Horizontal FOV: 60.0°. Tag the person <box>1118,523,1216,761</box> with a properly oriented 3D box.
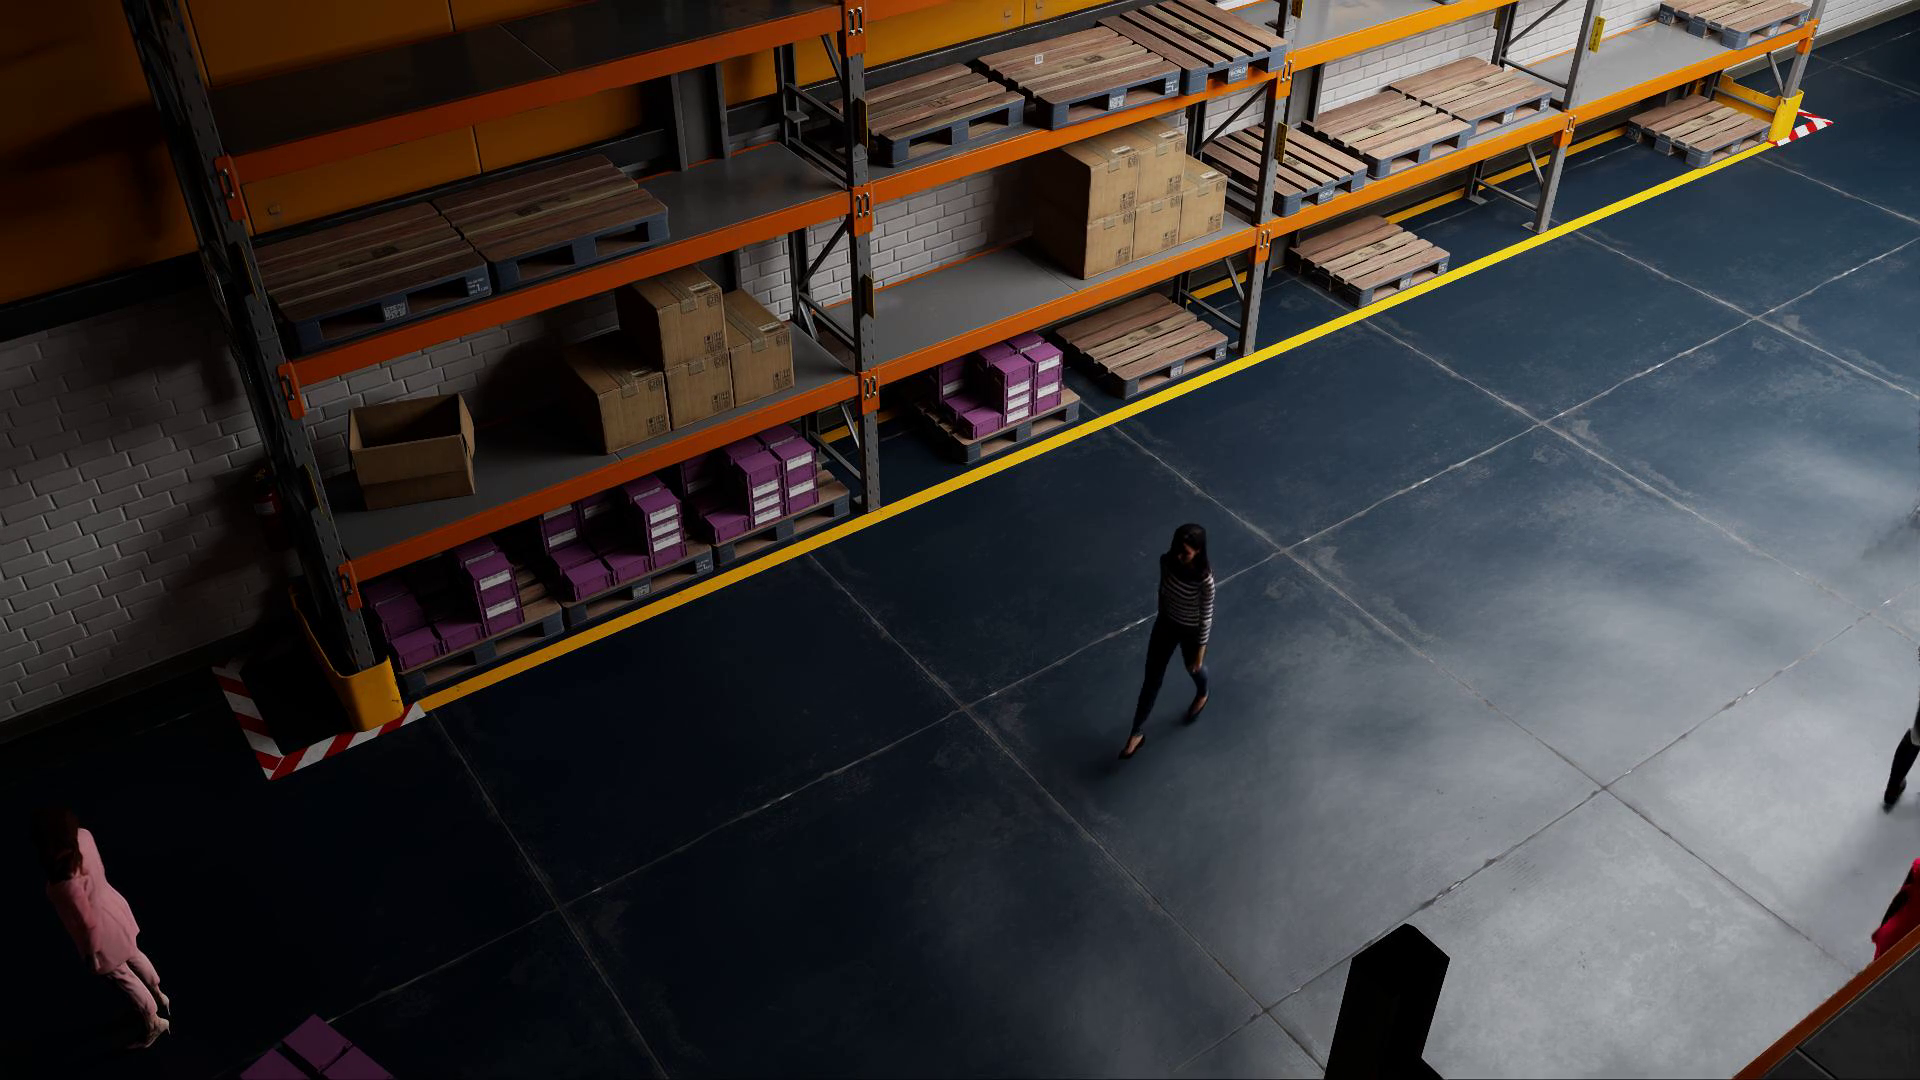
[{"bbox_3d":[1.489,0.599,10.735,0.814,1.732,1.183,28,46,30],"label":"person"}]

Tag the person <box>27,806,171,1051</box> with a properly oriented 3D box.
[{"bbox_3d":[-4.564,2.053,8.858,0.653,1.803,0.680,-8,39,-10],"label":"person"}]
